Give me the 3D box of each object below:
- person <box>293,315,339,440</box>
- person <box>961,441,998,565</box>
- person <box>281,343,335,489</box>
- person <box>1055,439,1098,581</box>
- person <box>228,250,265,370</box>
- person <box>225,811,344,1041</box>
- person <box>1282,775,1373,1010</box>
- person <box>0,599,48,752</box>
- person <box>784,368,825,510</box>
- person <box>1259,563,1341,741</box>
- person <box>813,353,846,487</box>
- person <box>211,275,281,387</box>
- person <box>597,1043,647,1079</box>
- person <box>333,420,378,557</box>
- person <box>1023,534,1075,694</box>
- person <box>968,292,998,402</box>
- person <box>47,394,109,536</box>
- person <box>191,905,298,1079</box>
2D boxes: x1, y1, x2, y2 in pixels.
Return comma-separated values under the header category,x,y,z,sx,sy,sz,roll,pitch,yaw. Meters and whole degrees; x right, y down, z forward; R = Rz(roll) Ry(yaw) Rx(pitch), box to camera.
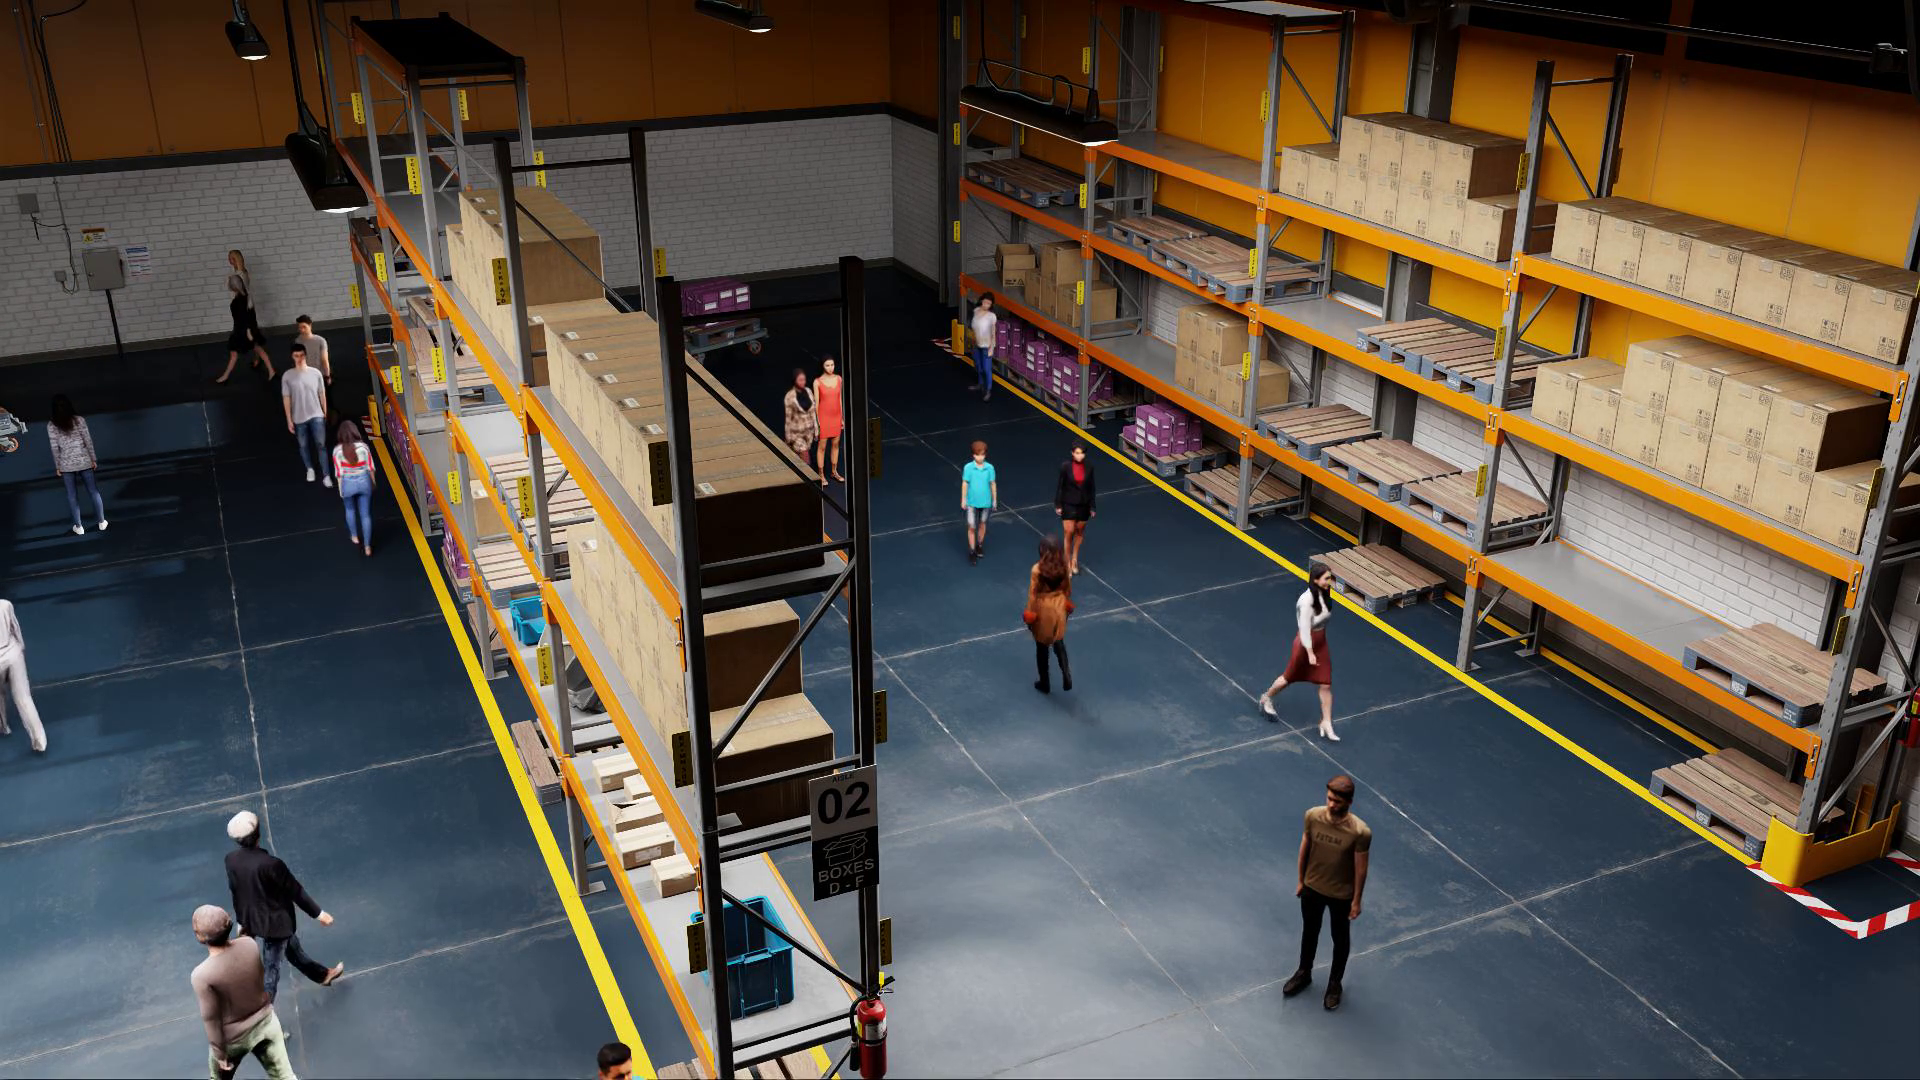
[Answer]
category,x,y,z,sx,sy,sz,roll,pitch,yaw
person,-8.912,-2.302,23.055,0.853,1.693,1.135,-2,24,-4
person,0.204,-0.490,19.230,0.661,1.436,0.797,-3,24,-8
person,-8.365,-1.609,21.270,0.680,1.852,1.007,-10,26,-22
person,1.287,-0.375,18.728,0.684,1.627,0.726,-3,24,-8
person,-11.062,-3.578,25.768,0.666,1.858,0.459,-9,25,-21
person,-4.820,2.718,11.589,1.281,1.751,1.172,15,28,30
person,2.654,2.486,11.904,0.687,1.851,0.805,16,28,32
person,-8.646,1.154,15.111,1.163,1.723,0.862,21,31,39
person,-2.014,-1.286,20.655,0.802,1.752,1.124,-20,30,-38
person,3.166,1.011,15.452,0.843,1.712,1.174,-21,31,-40
person,-1.682,-1.556,21.314,0.607,1.718,0.567,-15,27,-30
person,-10.601,-3.101,24.871,0.708,1.702,1.118,-9,25,-20
person,-1.974,3.581,9.518,0.807,1.754,1.063,-18,29,-35
person,-6.974,-0.585,19.250,0.661,1.594,0.834,-7,25,-16
person,0.910,0.762,16.023,0.696,1.710,0.785,-11,26,-24
person,0.365,-2.830,24.318,0.929,1.648,0.687,-12,26,-25
person,-10.559,-0.920,19.842,0.637,1.733,0.561,-15,28,-30
person,-4.413,3.137,10.444,1.335,1.827,1.121,14,27,30
